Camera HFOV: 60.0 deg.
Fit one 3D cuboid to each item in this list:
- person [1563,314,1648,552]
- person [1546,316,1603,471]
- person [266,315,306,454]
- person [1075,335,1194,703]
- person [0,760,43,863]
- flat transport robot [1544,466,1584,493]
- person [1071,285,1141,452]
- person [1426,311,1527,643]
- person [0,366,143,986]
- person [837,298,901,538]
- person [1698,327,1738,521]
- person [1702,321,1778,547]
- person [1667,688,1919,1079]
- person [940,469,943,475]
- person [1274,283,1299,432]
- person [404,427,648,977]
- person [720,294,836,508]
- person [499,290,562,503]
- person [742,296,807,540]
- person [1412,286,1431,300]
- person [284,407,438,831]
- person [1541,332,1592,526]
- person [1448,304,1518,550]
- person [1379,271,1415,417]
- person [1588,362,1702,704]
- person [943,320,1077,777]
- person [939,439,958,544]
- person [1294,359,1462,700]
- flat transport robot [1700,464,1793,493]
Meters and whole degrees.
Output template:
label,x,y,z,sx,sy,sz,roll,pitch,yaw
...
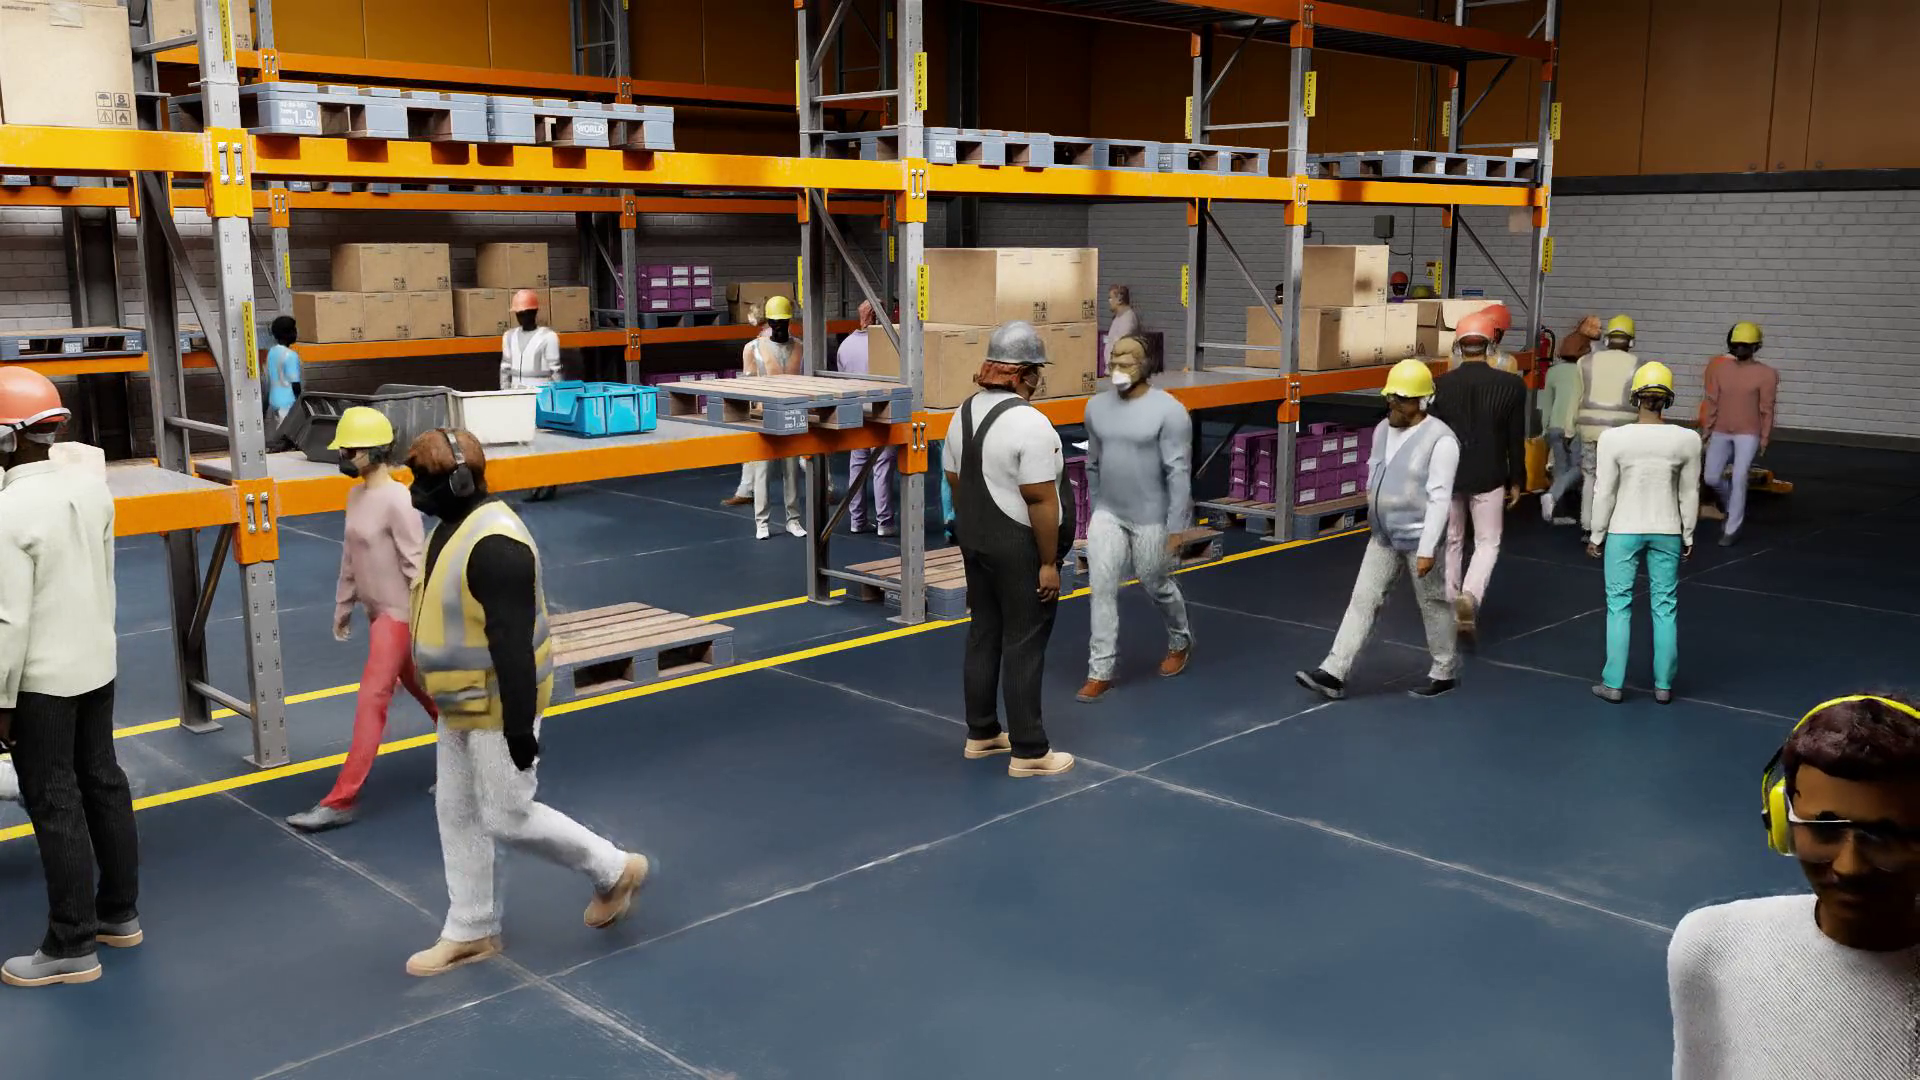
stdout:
label,x,y,z,sx,sy,sz,roll,pitch,yaw
person,4.996,-0.822,12.756,0.628,1.806,0.647,7,12,33
person,6.397,-1.480,16.942,0.839,1.582,0.491,0,10,1
person,-6.341,-1.265,15.550,0.769,1.669,0.539,-9,13,-39
person,0.956,-0.139,8.803,0.658,1.904,0.972,8,13,36
person,-3.541,0.416,5.889,0.651,1.855,0.589,-9,14,-41
flat transport robot,5.997,-0.503,15.216,0.652,0.197,1.431,-2,11,-8
person,1.668,-1.828,18.105,0.933,1.862,0.642,-1,10,-4
person,2.988,-0.354,9.766,0.615,1.969,0.764,4,11,23
person,-2.943,0.439,5.372,0.379,1.996,0.611,1,10,4
person,-0.674,-0.975,13.318,0.643,1.913,0.410,9,13,39
person,6.413,-0.977,13.963,0.423,1.667,0.566,-1,10,-4
person,6.072,-0.833,12.948,0.477,1.753,0.530,-9,13,-39
person,1.217,1.084,2.271,0.528,1.849,0.716,6,12,29
person,0.028,-1.602,16.663,0.552,1.935,0.369,2,11,8
person,3.742,-2.004,19.068,0.331,1.864,0.509,0,10,0
person,-1.451,0.517,5.450,0.717,1.815,0.650,-7,12,-32
person,-1.603,-1.218,14.697,0.978,1.904,0.639,-4,11,-21
person,-3.874,-1.279,14.942,0.553,1.922,0.415,4,11,22
person,-1.429,-0.969,13.232,0.585,1.928,0.370,-4,11,-21
person,6.062,-2.472,21.943,0.514,1.737,0.354,-7,13,-35
person,-2.389,0.300,6.901,0.924,1.715,0.549,-9,14,-40
person,4.944,-0.896,13.640,0.539,1.618,0.514,-7,12,-33
person,3.990,-0.873,12.830,0.557,1.887,0.951,5,12,27
person,5.781,-2.578,21.992,0.552,1.932,0.377,-3,11,-16
person,3.510,-0.031,8.566,0.533,1.767,0.326,1,10,6
person,0.268,0.028,7.492,0.539,2.000,0.688,-7,13,-34
person,-0.003,-0.863,12.917,0.448,1.829,0.591,-9,14,-41
person,2.206,-0.025,8.482,0.936,1.777,0.599,-5,12,-25
flat transport robot,6.978,-0.579,15.631,1.431,0.197,0.652,-2,11,-8
